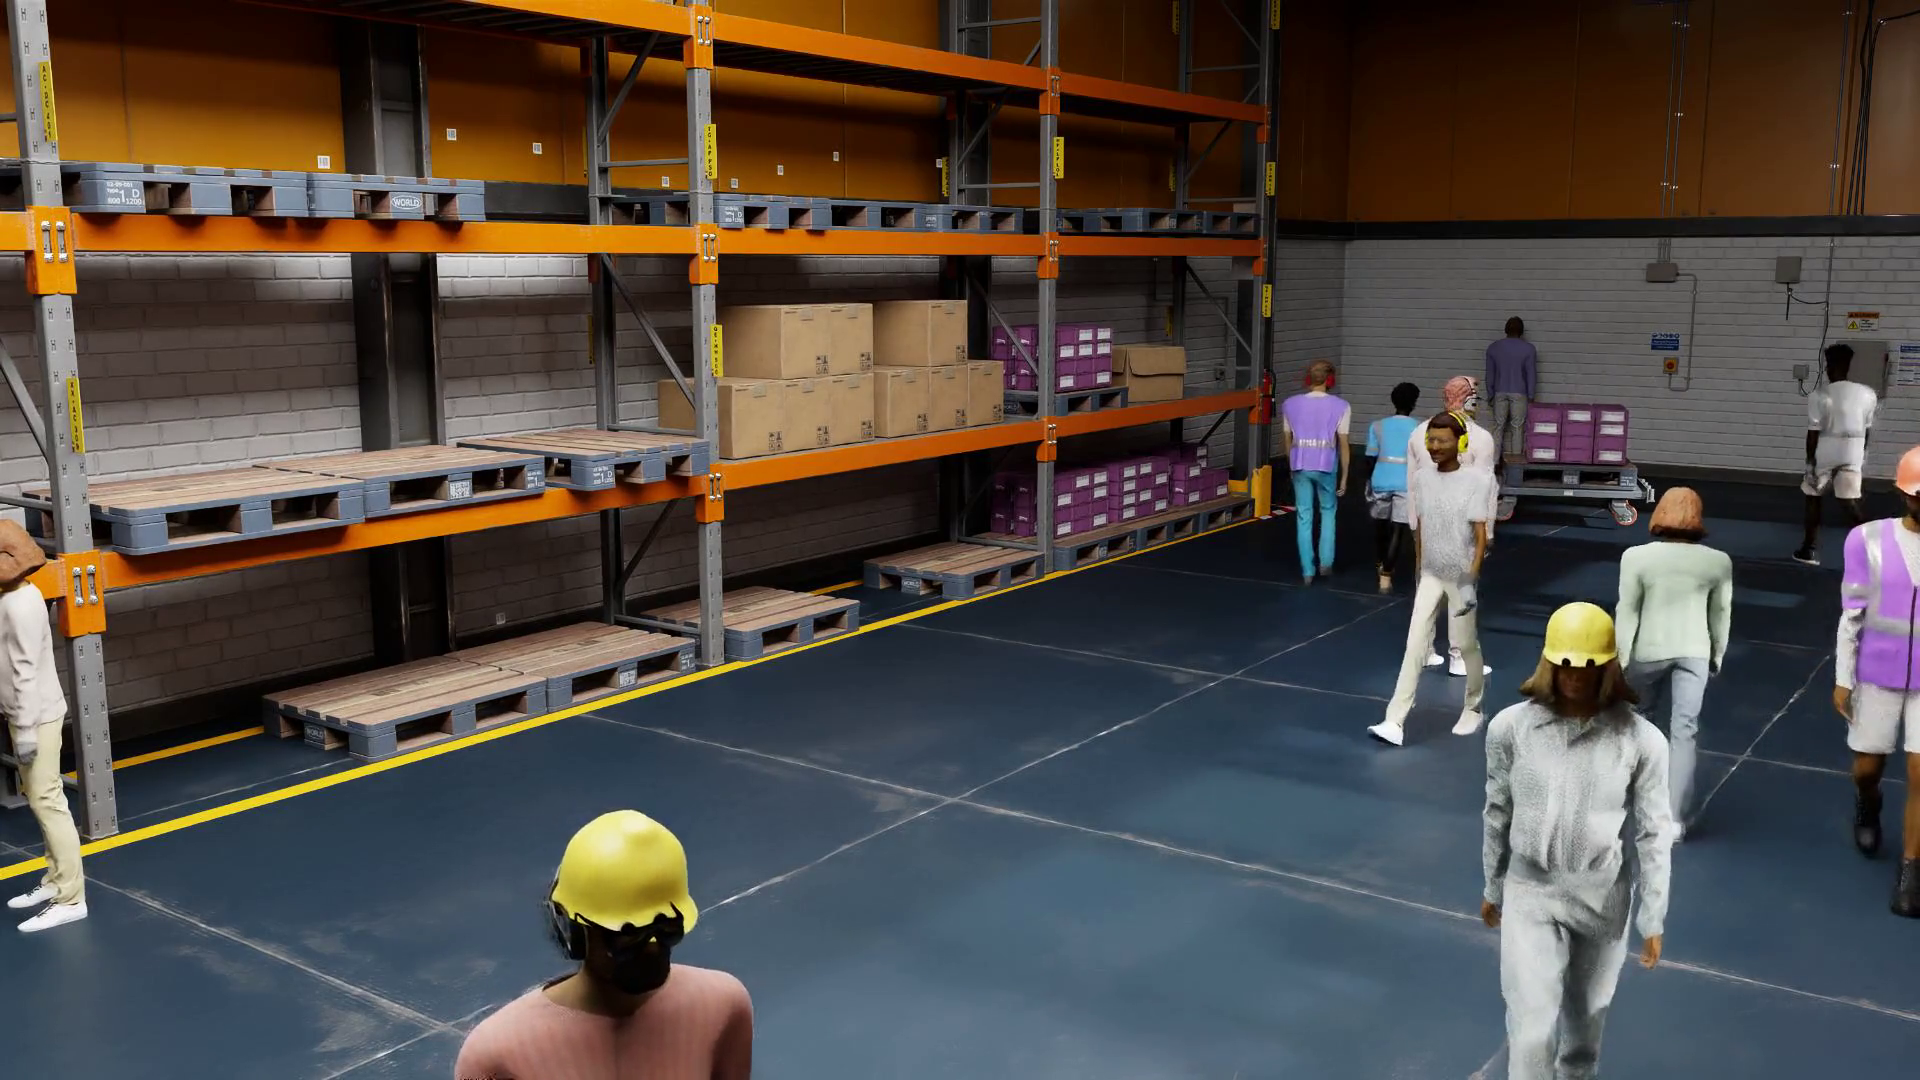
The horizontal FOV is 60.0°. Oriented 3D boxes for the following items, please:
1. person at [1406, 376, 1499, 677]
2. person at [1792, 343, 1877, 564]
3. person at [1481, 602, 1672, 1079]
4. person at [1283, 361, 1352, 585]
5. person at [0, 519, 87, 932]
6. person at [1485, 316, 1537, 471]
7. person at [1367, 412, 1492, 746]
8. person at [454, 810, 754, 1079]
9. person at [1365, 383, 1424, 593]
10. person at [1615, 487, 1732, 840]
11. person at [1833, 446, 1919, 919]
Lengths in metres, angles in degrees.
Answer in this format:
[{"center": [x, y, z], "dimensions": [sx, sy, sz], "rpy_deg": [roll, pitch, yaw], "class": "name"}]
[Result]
[{"center": [3.149, -0.090, 10.584], "dimensions": [0.403, 1.904, 0.652], "rpy_deg": [-7, 12, -34], "class": "person"}, {"center": [7.479, -0.703, 14.140], "dimensions": [0.592, 1.935, 0.840], "rpy_deg": [0, 10, 1], "class": "person"}, {"center": [1.734, 0.997, 4.721], "dimensions": [0.501, 1.698, 0.891], "rpy_deg": [4, 10, 20], "class": "person"}, {"center": [2.926, -0.560, 13.650], "dimensions": [0.554, 1.809, 0.721], "rpy_deg": [3, 10, 19], "class": "person"}, {"center": [-3.700, 0.720, 6.591], "dimensions": [0.285, 1.626, 0.493], "rpy_deg": [-7, 12, -34], "class": "person"}, {"center": [6.861, -1.809, 20.718], "dimensions": [0.634, 1.939, 0.367], "rpy_deg": [7, 12, 37], "class": "person"}, {"center": [2.607, 0.220, 8.999], "dimensions": [0.521, 1.818, 0.986], "rpy_deg": [9, 13, 43], "class": "person"}, {"center": [-0.588, 1.292, 2.837], "dimensions": [0.531, 1.751, 0.412], "rpy_deg": [-6, 11, -31], "class": "person"}, {"center": [3.538, -0.431, 13.345], "dimensions": [0.515, 1.650, 0.870], "rpy_deg": [6, 11, 31], "class": "person"}, {"center": [3.320, 0.538, 7.793], "dimensions": [0.513, 1.574, 0.868], "rpy_deg": [3, 10, 15], "class": "person"}, {"center": [3.910, 0.531, 6.869], "dimensions": [0.542, 1.913, 0.744], "rpy_deg": [5, 11, 26], "class": "person"}]
